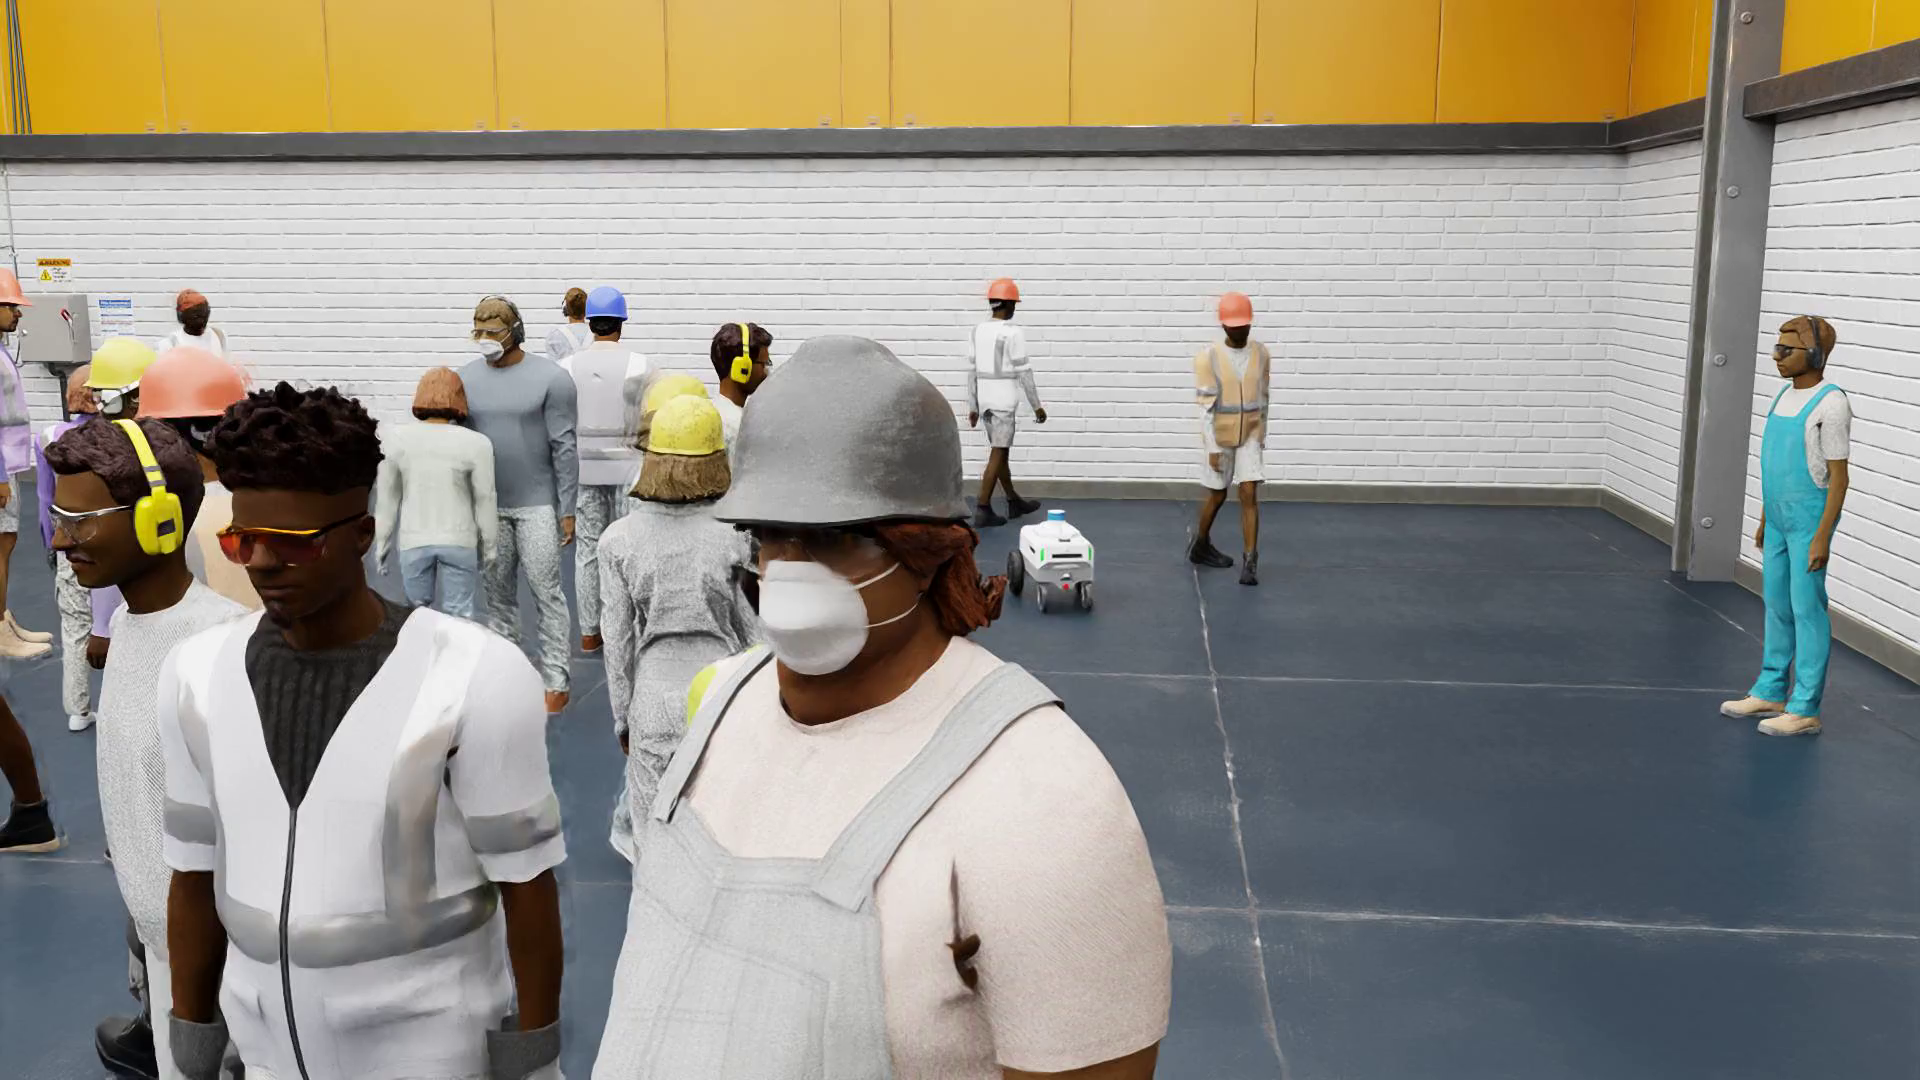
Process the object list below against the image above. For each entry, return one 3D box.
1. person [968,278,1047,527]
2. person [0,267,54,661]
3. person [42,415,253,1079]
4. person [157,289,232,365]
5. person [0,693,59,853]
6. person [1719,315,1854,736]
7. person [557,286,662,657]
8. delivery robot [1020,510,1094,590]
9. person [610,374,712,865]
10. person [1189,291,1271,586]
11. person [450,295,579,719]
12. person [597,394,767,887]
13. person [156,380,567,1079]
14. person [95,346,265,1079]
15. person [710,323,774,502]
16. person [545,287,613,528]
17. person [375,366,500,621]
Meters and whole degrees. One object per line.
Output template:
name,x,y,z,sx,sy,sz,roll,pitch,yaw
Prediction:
person,0.385,-1.063,12.885,0.785,1.899,0.565,-7,12,-35
person,-4.973,-0.394,8.670,0.395,2.038,0.615,-5,11,-25
person,-1.319,0.712,2.865,0.512,1.861,0.325,9,13,41
person,-5.556,-0.888,12.056,0.648,1.848,0.634,4,11,24
person,-3.436,0.217,5.553,0.692,1.928,0.622,-8,12,-37
person,3.672,-0.059,7.311,0.350,1.846,0.506,-1,10,-4
person,-1.819,-0.347,8.698,0.605,1.939,0.416,1,10,6
delivery robot,0.579,0.062,10.040,0.477,0.478,0.707,-1,10,-7
person,-0.971,0.296,5.657,0.507,1.700,0.538,2,10,9
person,1.753,-0.679,10.810,0.556,1.881,0.833,-2,10,-10
person,-2.038,-0.144,7.576,0.636,1.928,0.383,2,10,9
person,-0.726,0.475,4.555,0.485,1.740,0.304,1,10,4
person,-0.889,0.730,2.496,0.627,1.948,0.456,2,10,13
person,-1.827,0.480,4.084,0.852,1.898,0.567,6,12,32
person,-0.859,0.097,6.404,0.345,1.857,0.524,-5,11,-26
person,-2.879,-0.992,12.650,0.508,1.846,0.345,-4,11,-21
person,-2.323,0.043,7.383,0.552,1.610,0.431,-1,10,-5
